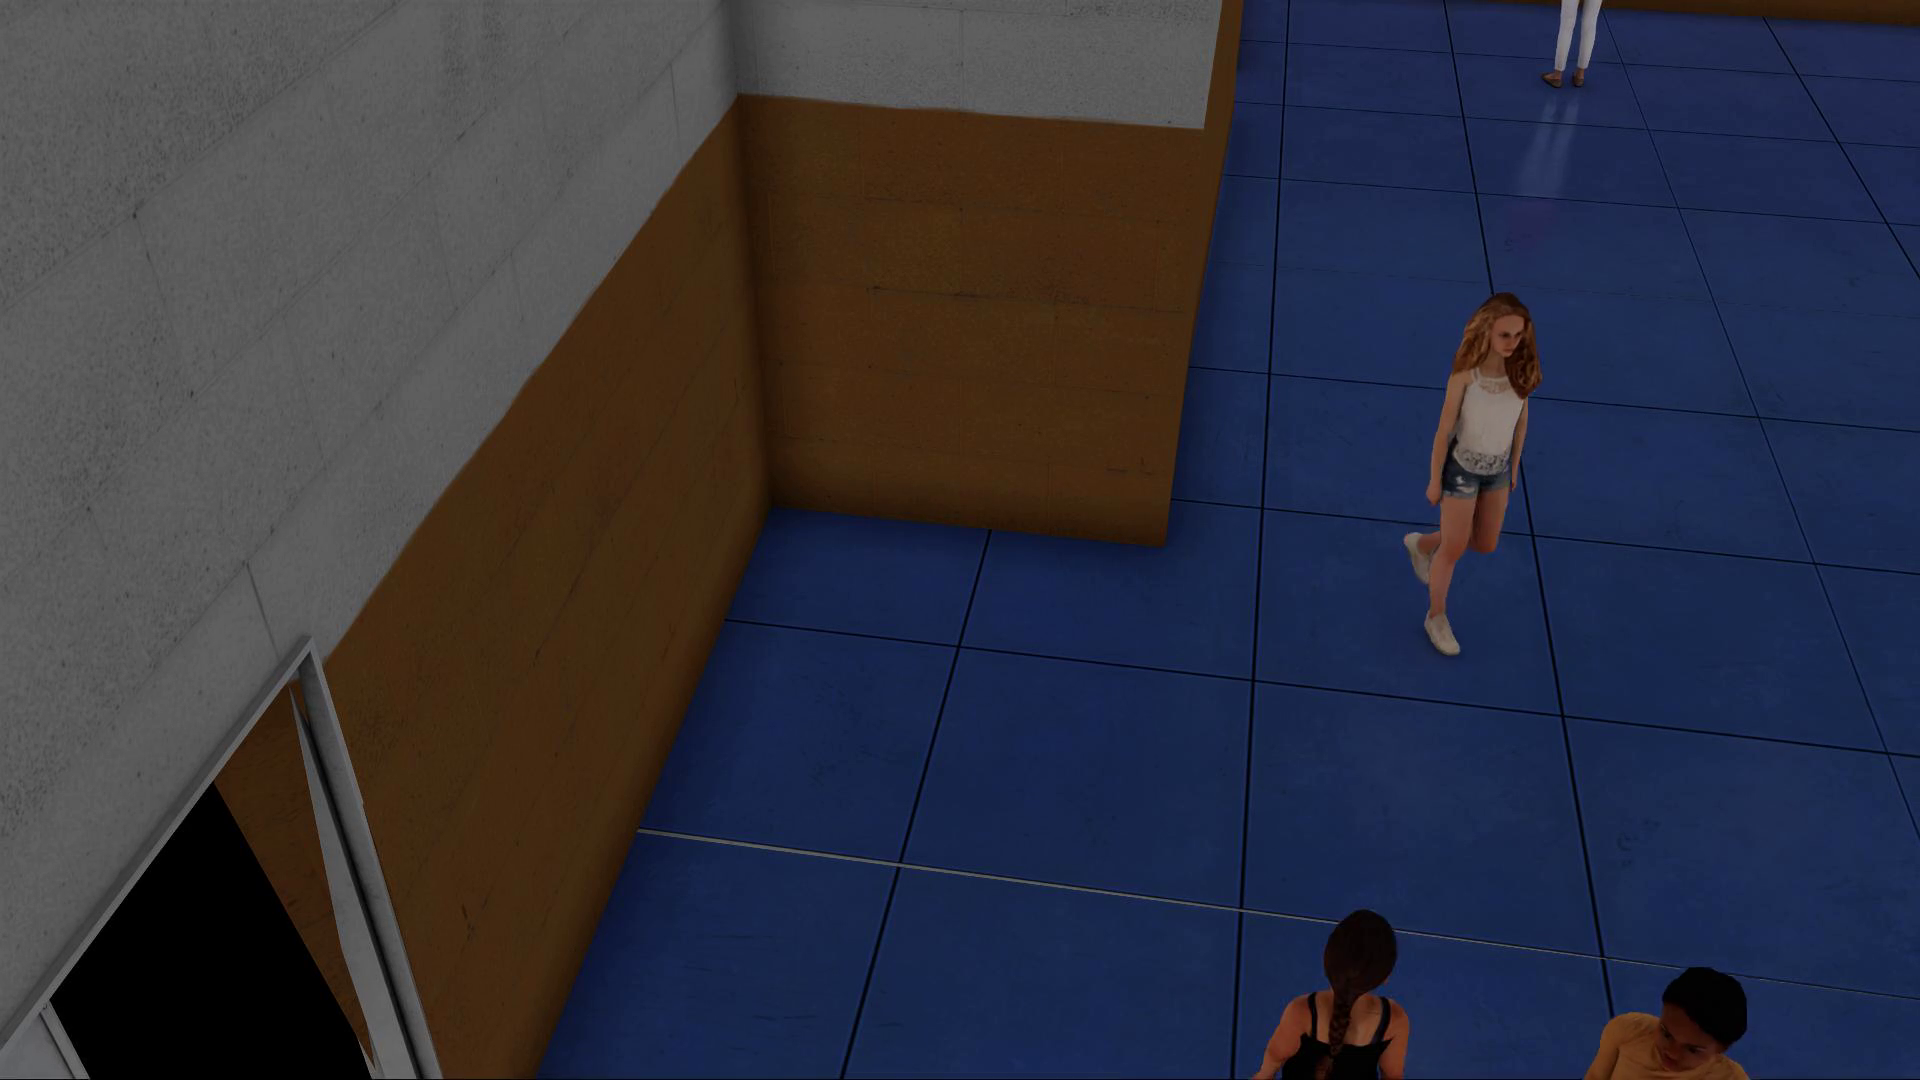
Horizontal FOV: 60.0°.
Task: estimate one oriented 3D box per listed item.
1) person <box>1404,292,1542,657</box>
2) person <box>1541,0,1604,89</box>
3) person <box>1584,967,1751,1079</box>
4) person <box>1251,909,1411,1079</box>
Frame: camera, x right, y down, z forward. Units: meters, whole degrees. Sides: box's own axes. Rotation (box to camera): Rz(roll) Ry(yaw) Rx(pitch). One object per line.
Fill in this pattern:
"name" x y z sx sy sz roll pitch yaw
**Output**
"person" 2.179 -0.332 7.239 0.872 1.746 0.862 -11 38 -14
"person" 4.719 -4.252 12.508 0.535 1.690 0.642 0 37 1
"person" 1.906 1.718 4.611 1.120 1.623 1.021 27 45 31
"person" 1.040 1.687 4.711 0.592 1.552 0.643 -1 37 -2
